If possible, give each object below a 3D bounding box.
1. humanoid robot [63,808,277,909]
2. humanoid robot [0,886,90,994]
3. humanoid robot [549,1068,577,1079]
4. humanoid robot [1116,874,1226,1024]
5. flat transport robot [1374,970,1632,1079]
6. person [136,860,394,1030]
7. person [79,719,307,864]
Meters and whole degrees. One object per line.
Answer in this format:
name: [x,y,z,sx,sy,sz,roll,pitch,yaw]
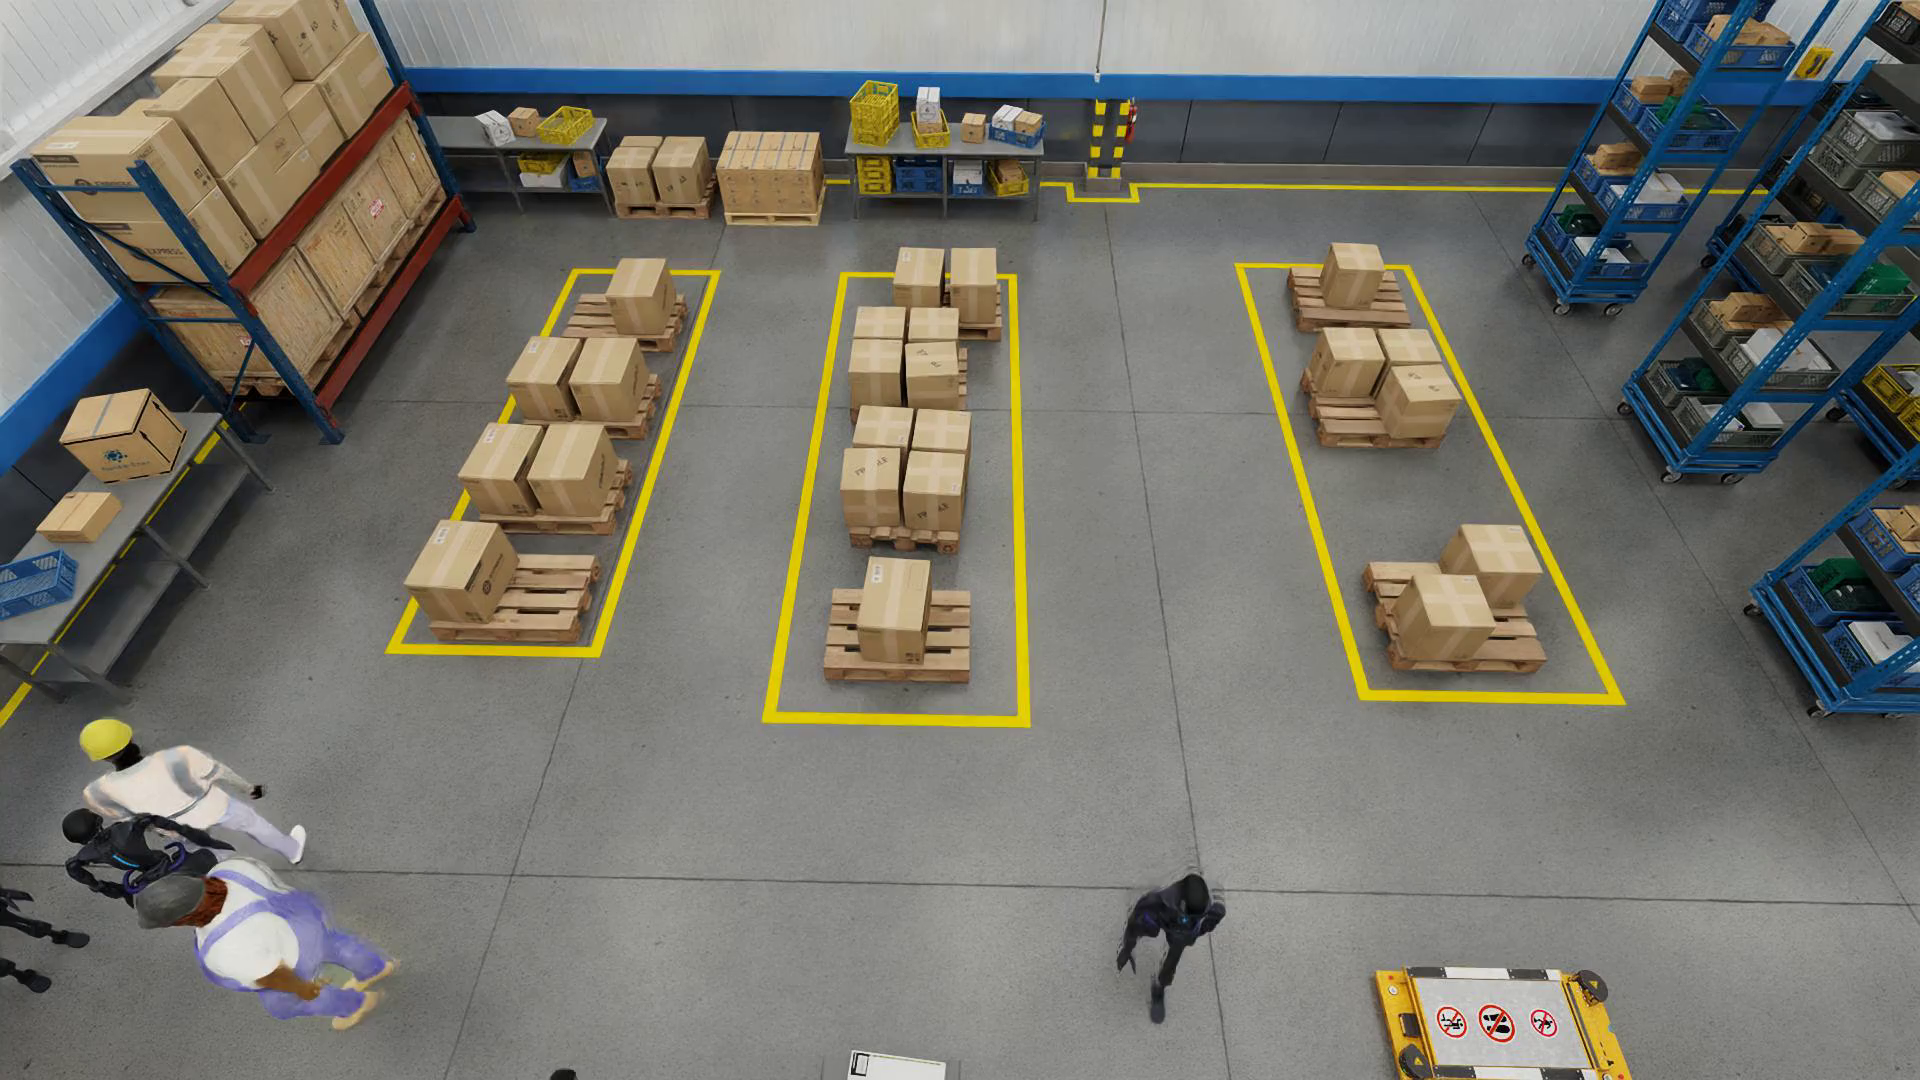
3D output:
humanoid robot: [-5.050,2.112,5.846,0.601,1.658,0.327,-37,60,-26]
humanoid robot: [-6.162,2.377,5.640,0.359,1.649,0.561,15,52,12]
humanoid robot: [-1.949,3.293,4.924,0.621,1.621,0.745,-3,51,-3]
humanoid robot: [1.282,2.366,5.677,0.549,1.630,0.767,10,51,8]
flat transport robot: [3.501,3.133,5.914,1.431,0.197,0.652,1,51,1]
person: [-4.048,2.398,5.389,0.568,2.000,0.707,-24,55,-18]
person: [-4.991,1.758,5.991,0.605,1.919,0.448,-31,57,-23]
